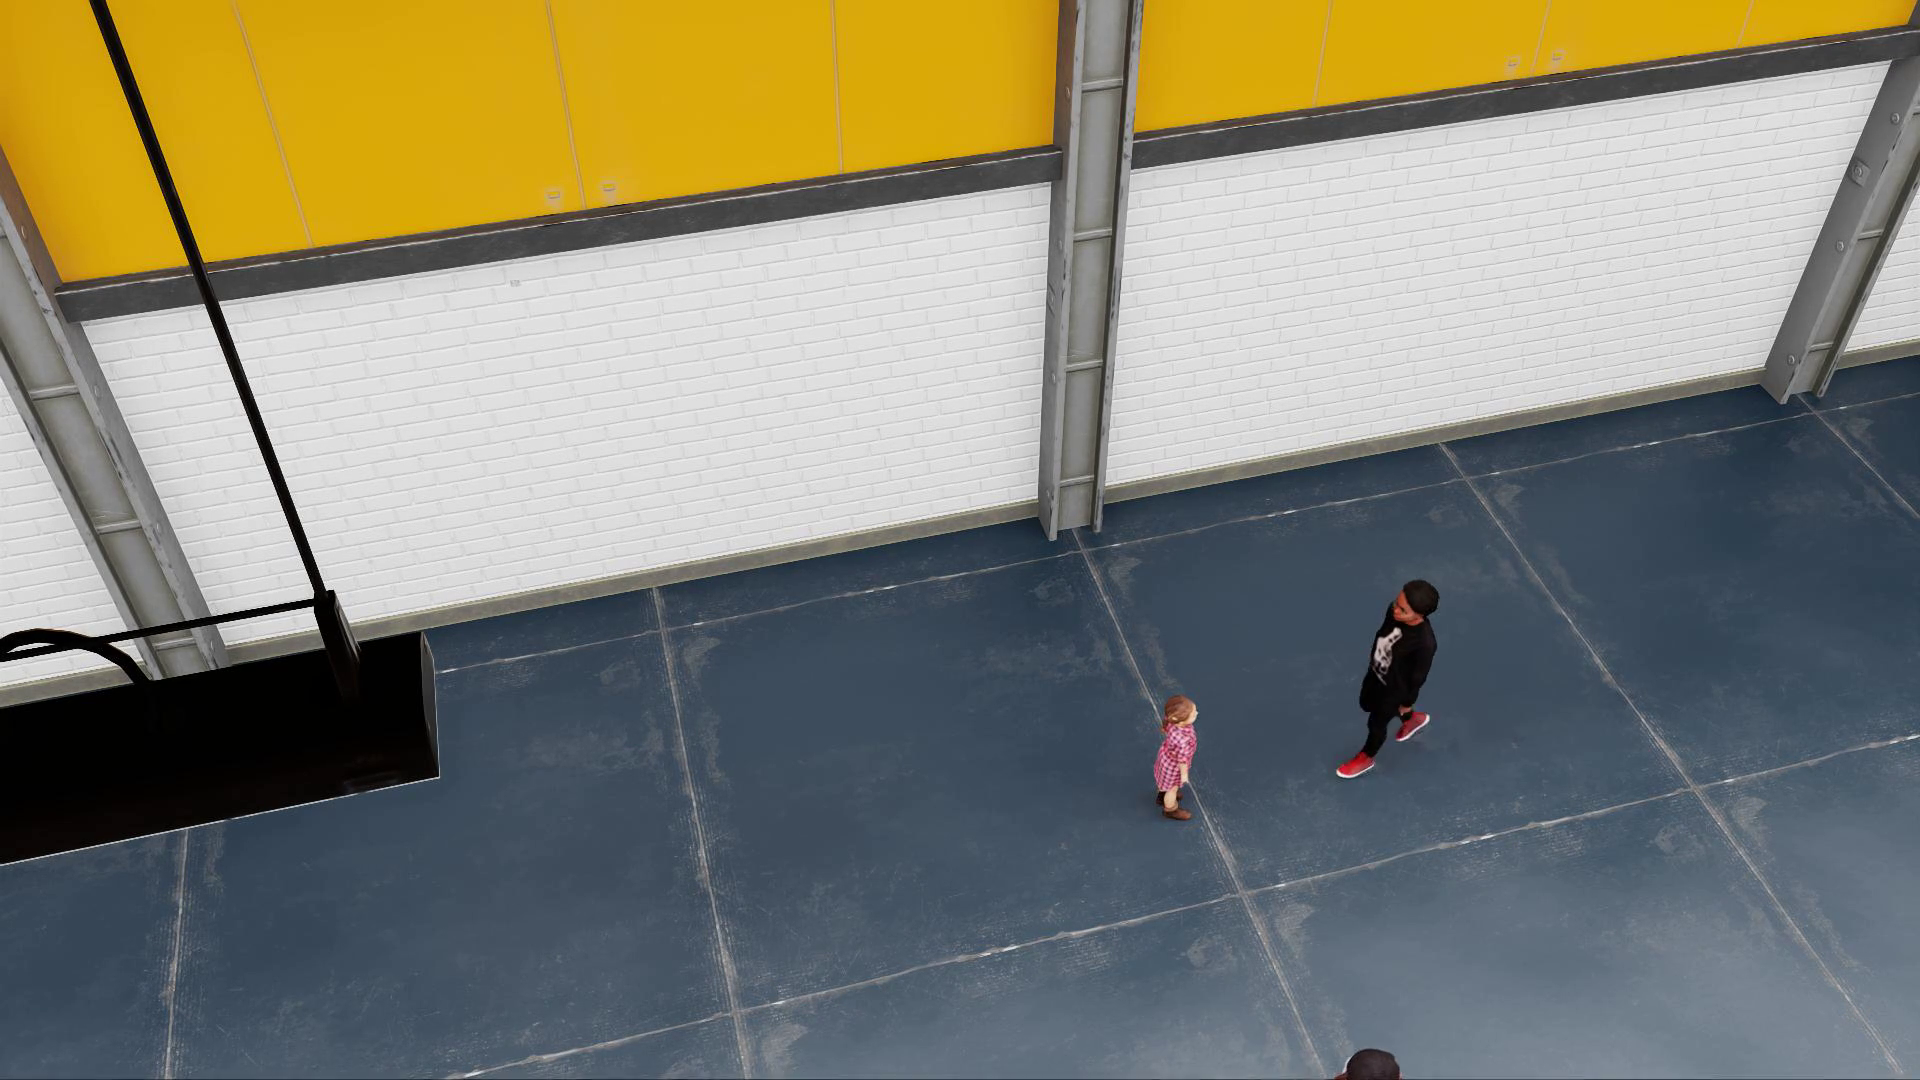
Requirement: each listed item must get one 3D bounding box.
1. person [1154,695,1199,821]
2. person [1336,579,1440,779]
[{"bbox_3d":[1.273,1.276,9.838,0.446,1.022,0.431,-8,44,-9],"label":"person"},{"bbox_3d":[2.640,0.803,9.874,0.869,1.658,0.648,-12,45,-12],"label":"person"}]
